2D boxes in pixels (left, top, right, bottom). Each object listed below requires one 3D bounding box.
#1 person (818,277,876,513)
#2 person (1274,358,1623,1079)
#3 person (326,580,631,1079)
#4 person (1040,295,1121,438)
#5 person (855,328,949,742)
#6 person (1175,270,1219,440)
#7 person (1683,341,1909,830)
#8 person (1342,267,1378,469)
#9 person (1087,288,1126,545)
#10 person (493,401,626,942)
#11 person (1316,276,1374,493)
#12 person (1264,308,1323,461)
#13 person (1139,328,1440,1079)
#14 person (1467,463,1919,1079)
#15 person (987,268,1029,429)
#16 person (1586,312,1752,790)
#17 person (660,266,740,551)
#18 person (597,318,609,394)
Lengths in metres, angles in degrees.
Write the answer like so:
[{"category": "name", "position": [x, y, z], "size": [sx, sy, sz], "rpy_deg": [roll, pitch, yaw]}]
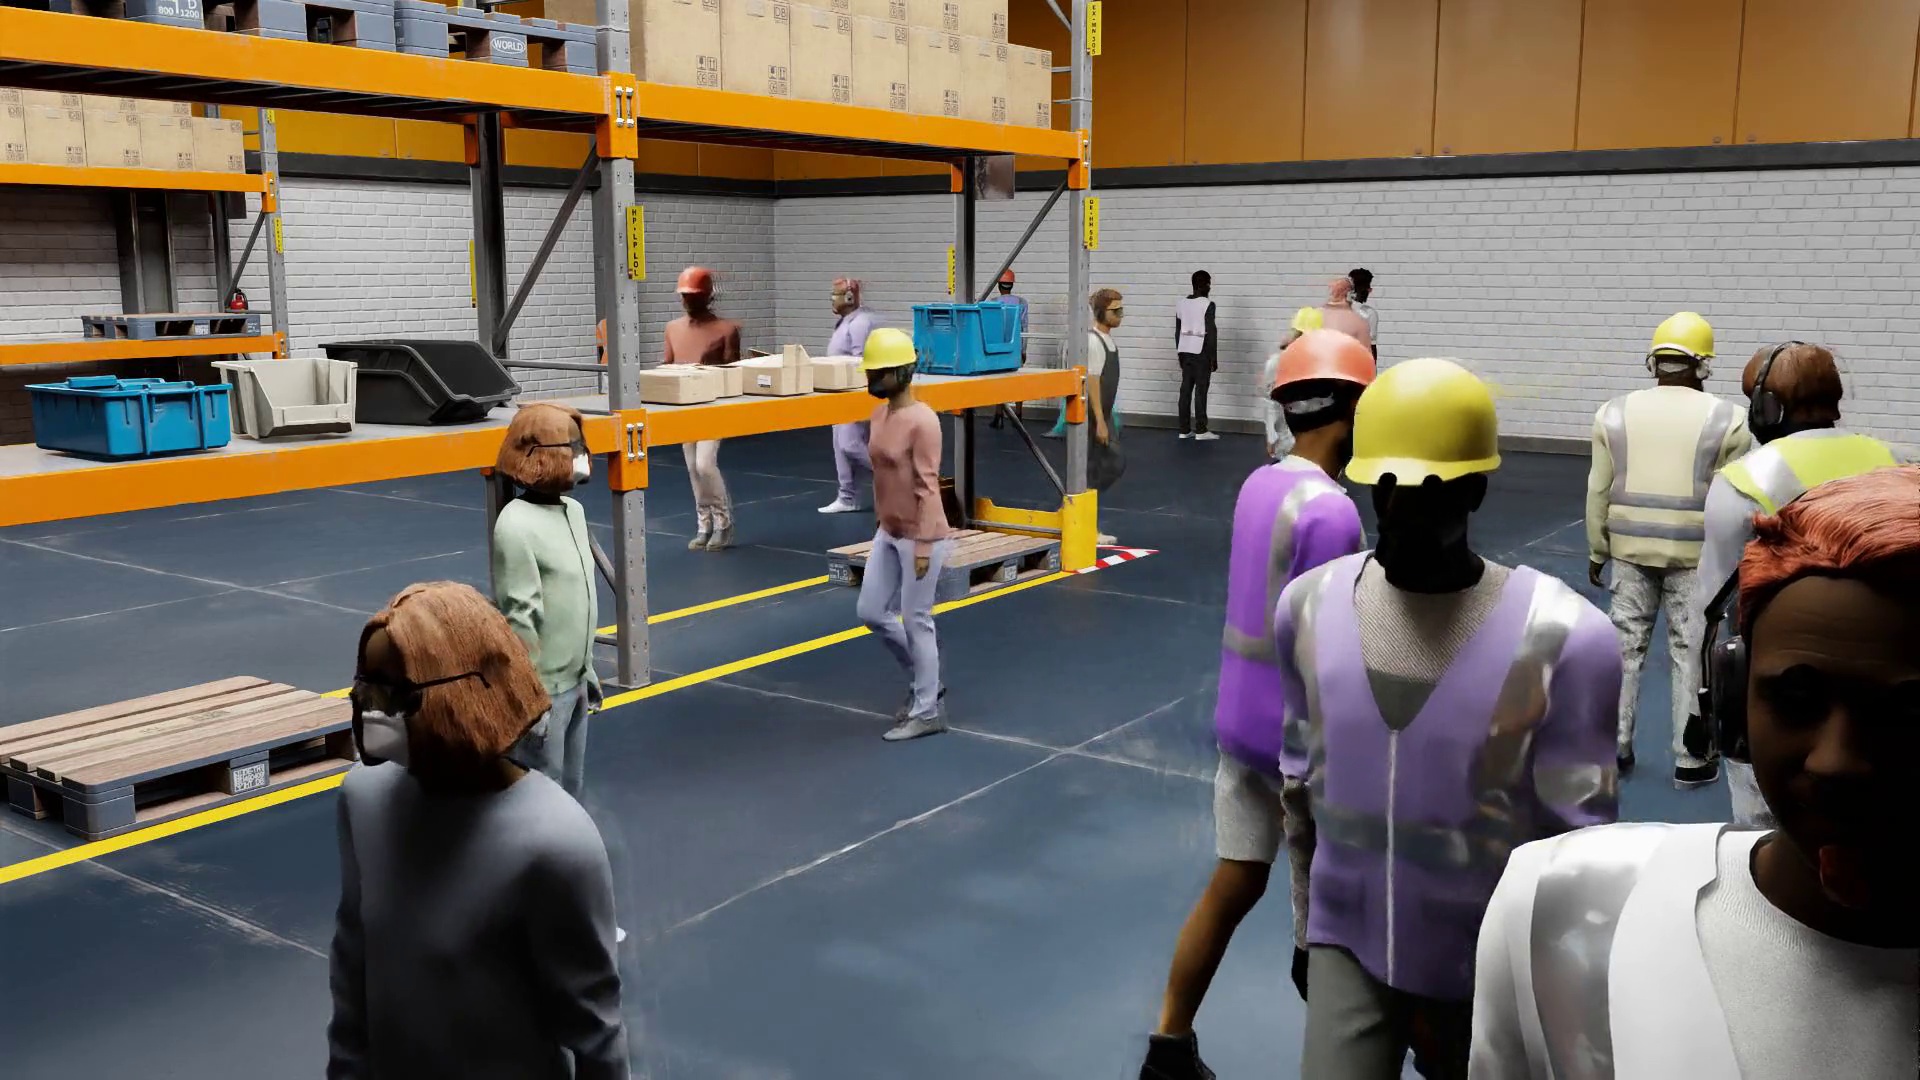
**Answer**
[{"category": "person", "position": [-0.807, -1.136, 13.243], "size": [0.570, 1.895, 0.658], "rpy_deg": [-3, 10, -19]}, {"category": "person", "position": [0.798, 0.627, 2.775], "size": [0.592, 1.881, 0.987], "rpy_deg": [7, 12, 36]}, {"category": "person", "position": [-0.663, 0.828, 2.411], "size": [0.498, 1.602, 0.811], "rpy_deg": [7, 12, 35]}, {"category": "person", "position": [1.412, -1.990, 18.853], "size": [0.917, 1.720, 0.542], "rpy_deg": [3, 10, 20]}, {"category": "person", "position": [-0.254, -0.016, 6.991], "size": [0.381, 1.745, 0.555], "rpy_deg": [-6, 11, -32]}, {"category": "person", "position": [2.682, -2.095, 18.894], "size": [0.391, 1.914, 0.587], "rpy_deg": [-7, 12, -37]}, {"category": "person", "position": [2.171, 0.400, 4.310], "size": [0.640, 1.821, 0.436], "rpy_deg": [-4, 10, -22]}, {"category": "person", "position": [3.773, -1.624, 15.963], "size": [0.372, 1.958, 0.607], "rpy_deg": [-6, 11, -30]}, {"category": "person", "position": [0.979, -0.865, 11.817], "size": [0.402, 1.829, 0.511], "rpy_deg": [4, 10, 23]}, {"category": "person", "position": [-1.146, 0.424, 4.719], "size": [0.285, 1.636, 0.500], "rpy_deg": [1, 10, 5]}, {"category": "person", "position": [3.311, -1.334, 14.435], "size": [0.670, 1.885, 0.582], "rpy_deg": [9, 13, 43]}, {"category": "person", "position": [2.264, -0.678, 11.061], "size": [0.488, 1.714, 0.569], "rpy_deg": [3, 10, 19]}, {"category": "person", "position": [0.850, 0.450, 3.889], "size": [0.941, 1.859, 0.561], "rpy_deg": [-2, 10, -11]}, {"category": "person", "position": [0.630, 0.879, 1.278], "size": [0.574, 1.882, 0.356], "rpy_deg": [6, 11, 33]}, {"category": "person", "position": [0.552, -2.313, 20.119], "size": [0.543, 1.939, 0.361], "rpy_deg": [-3, 10, -17]}, {"category": "person", "position": [2.732, 0.042, 6.420], "size": [0.601, 1.827, 0.404], "rpy_deg": [7, 12, 36]}, {"category": "person", "position": [-1.814, -0.899, 11.557], "size": [0.612, 1.978, 0.507], "rpy_deg": [5, 11, 28]}, {"category": "person", "position": [-3.733, -1.870, 18.195], "size": [0.539, 1.695, 0.318], "rpy_deg": [6, 11, 33]}]
